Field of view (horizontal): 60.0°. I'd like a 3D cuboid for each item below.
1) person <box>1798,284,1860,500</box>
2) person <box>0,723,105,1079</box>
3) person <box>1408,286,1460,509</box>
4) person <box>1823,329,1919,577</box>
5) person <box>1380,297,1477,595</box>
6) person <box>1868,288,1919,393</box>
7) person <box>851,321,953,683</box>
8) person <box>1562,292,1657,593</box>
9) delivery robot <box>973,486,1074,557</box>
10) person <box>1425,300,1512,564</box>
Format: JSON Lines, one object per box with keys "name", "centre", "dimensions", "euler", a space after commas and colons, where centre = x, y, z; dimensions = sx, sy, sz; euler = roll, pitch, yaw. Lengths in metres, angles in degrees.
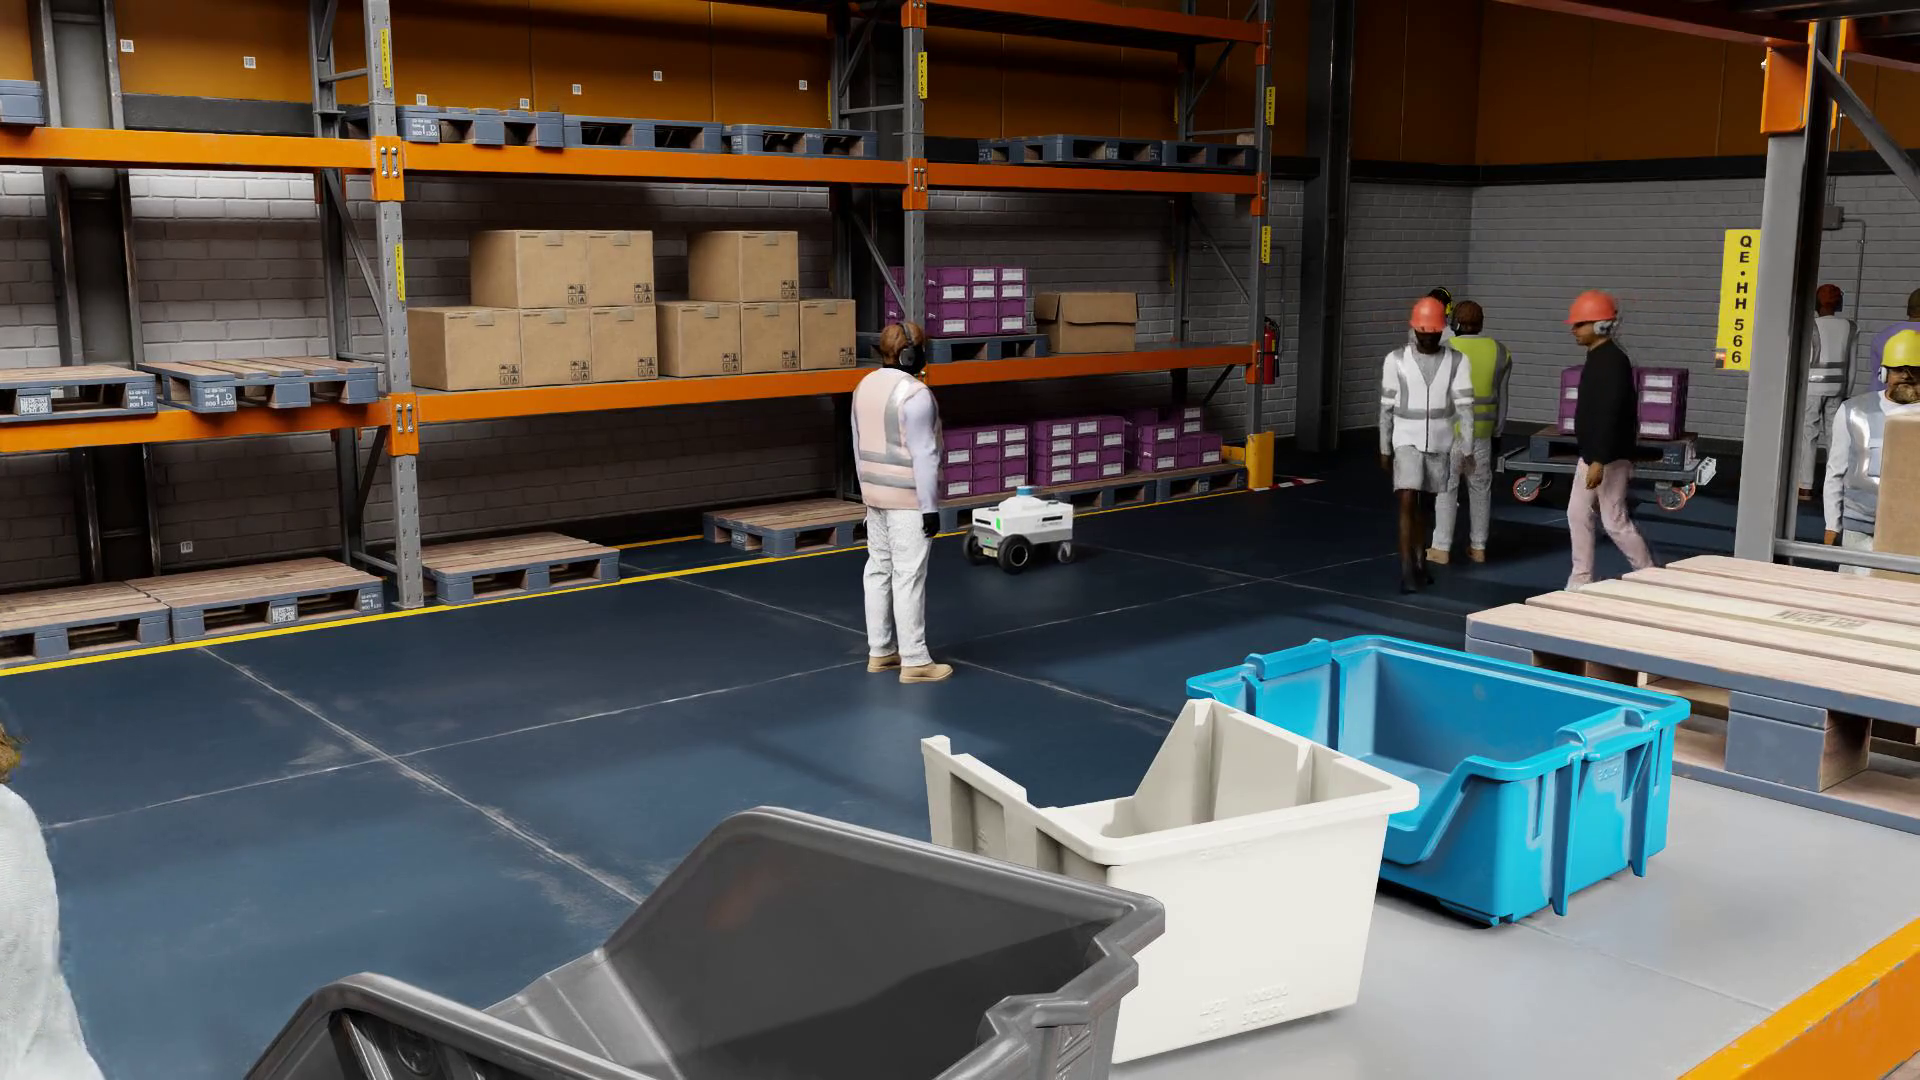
{"name": "person", "centre": [7.515, -1.283, 14.518], "dimensions": [0.576, 1.881, 0.352], "euler": [-1, 10, -4]}
{"name": "person", "centre": [-1.446, 0.951, 2.507], "dimensions": [0.594, 1.697, 0.571], "euler": [-5, 11, -25]}
{"name": "person", "centre": [4.005, -1.180, 14.010], "dimensions": [0.514, 1.862, 0.328], "euler": [8, 13, 37]}
{"name": "person", "centre": [4.446, -0.084, 7.945], "dimensions": [0.590, 1.833, 0.404], "euler": [4, 11, 21]}
{"name": "person", "centre": [2.992, -0.595, 10.629], "dimensions": [0.572, 1.882, 0.906], "euler": [1, 10, 7]}
{"name": "person", "centre": [6.849, -0.859, 12.013], "dimensions": [0.356, 1.933, 0.630], "euler": [-5, 11, -27]}
{"name": "person", "centre": [-0.296, -0.196, 8.547], "dimensions": [0.430, 1.845, 0.622], "euler": [-7, 12, -34]}
{"name": "person", "centre": [3.988, -0.506, 10.076], "dimensions": [0.760, 1.968, 0.641], "euler": [1, 10, 6]}
{"name": "delivery robot", "centre": [0.442, -0.130, 11.516], "dimensions": [0.707, 0.478, 0.477], "euler": [-7, 12, -35]}
{"name": "person", "centre": [3.511, -0.751, 11.655], "dimensions": [0.636, 1.842, 0.429], "euler": [-2, 10, -10]}
